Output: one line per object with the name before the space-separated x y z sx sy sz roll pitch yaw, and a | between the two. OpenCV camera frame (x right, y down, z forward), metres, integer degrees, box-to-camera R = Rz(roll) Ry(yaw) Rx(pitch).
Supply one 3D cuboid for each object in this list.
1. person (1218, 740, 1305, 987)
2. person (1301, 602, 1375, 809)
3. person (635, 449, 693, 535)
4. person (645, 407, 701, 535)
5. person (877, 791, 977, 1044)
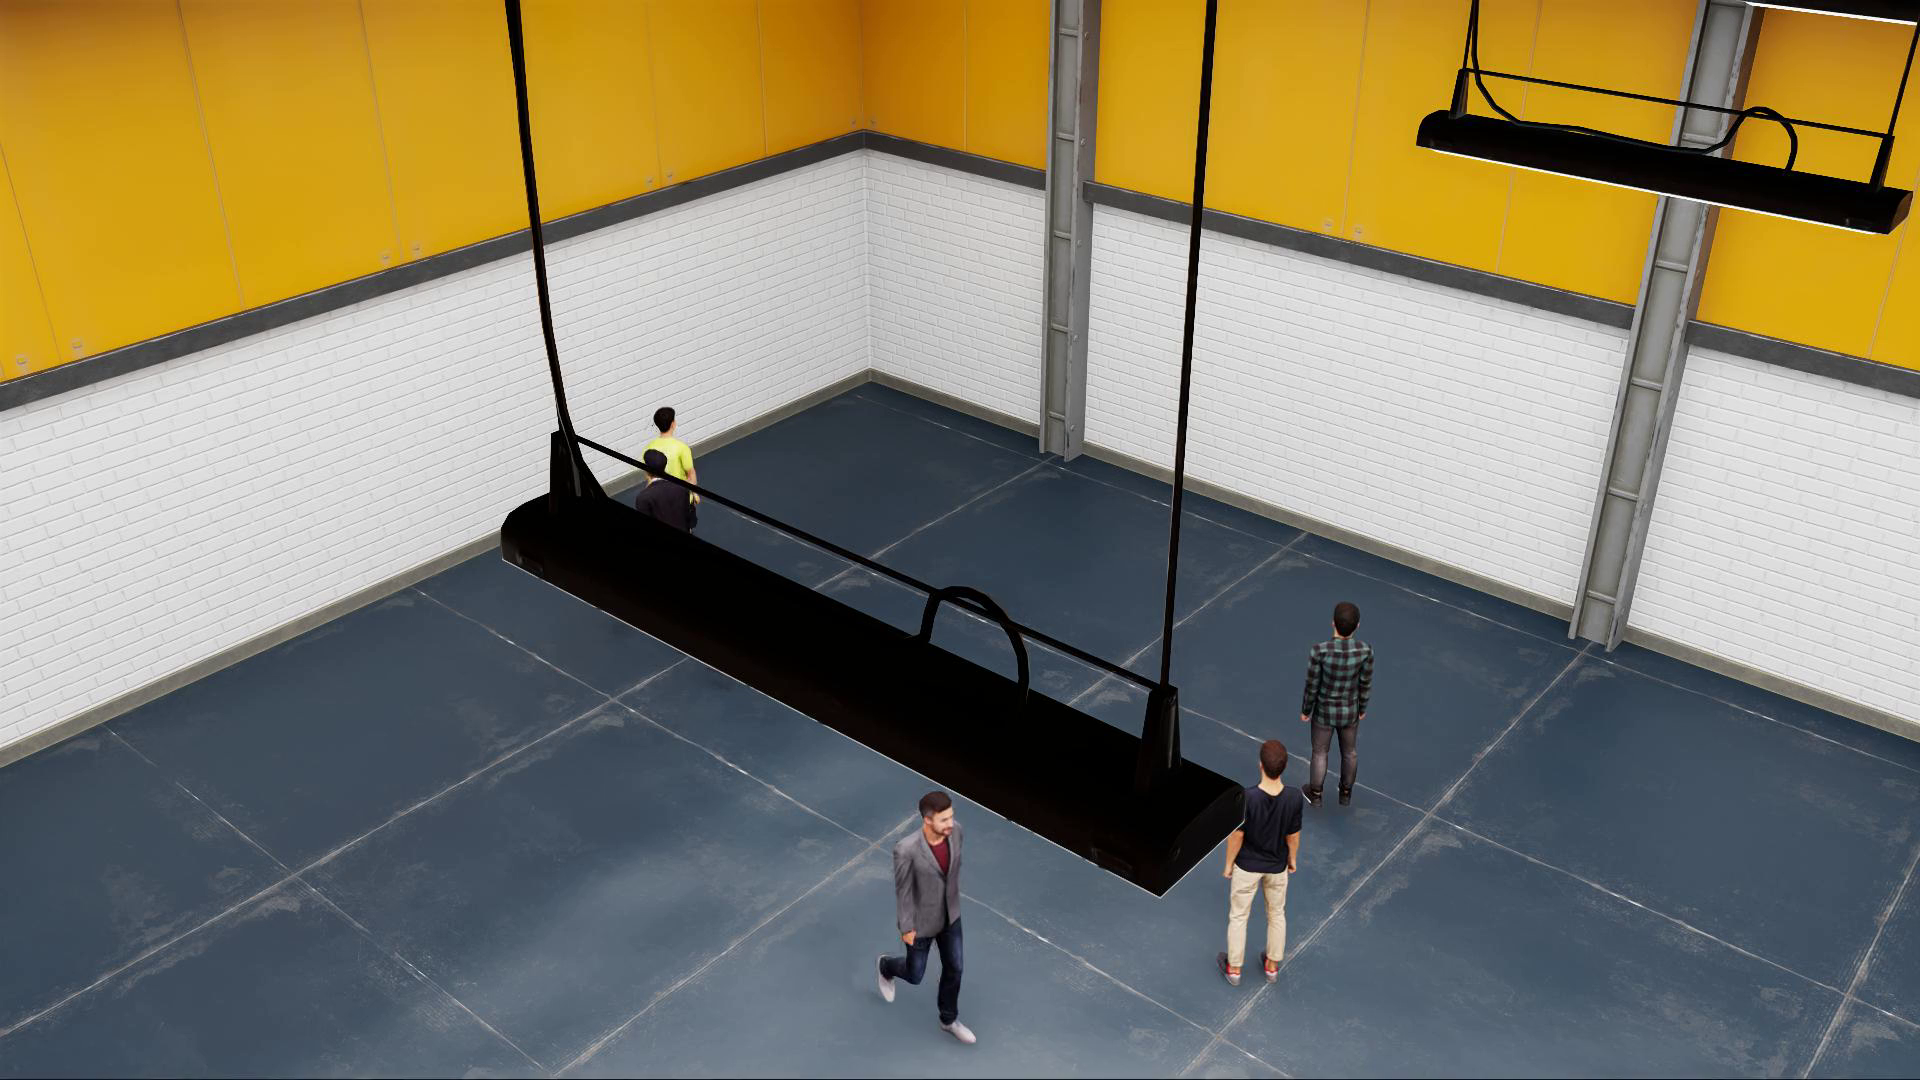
person | 1.953 2.102 10.760 0.695 1.854 0.749 -3 29 -6
person | 2.778 1.212 12.237 0.718 1.715 0.775 -1 29 -1
person | -2.468 0.126 14.403 0.888 1.832 1.219 -20 34 -32
person | -2.690 -0.397 15.511 1.029 1.691 0.913 9 30 16
person | -0.237 2.308 10.381 0.828 1.855 1.091 -21 35 -33
